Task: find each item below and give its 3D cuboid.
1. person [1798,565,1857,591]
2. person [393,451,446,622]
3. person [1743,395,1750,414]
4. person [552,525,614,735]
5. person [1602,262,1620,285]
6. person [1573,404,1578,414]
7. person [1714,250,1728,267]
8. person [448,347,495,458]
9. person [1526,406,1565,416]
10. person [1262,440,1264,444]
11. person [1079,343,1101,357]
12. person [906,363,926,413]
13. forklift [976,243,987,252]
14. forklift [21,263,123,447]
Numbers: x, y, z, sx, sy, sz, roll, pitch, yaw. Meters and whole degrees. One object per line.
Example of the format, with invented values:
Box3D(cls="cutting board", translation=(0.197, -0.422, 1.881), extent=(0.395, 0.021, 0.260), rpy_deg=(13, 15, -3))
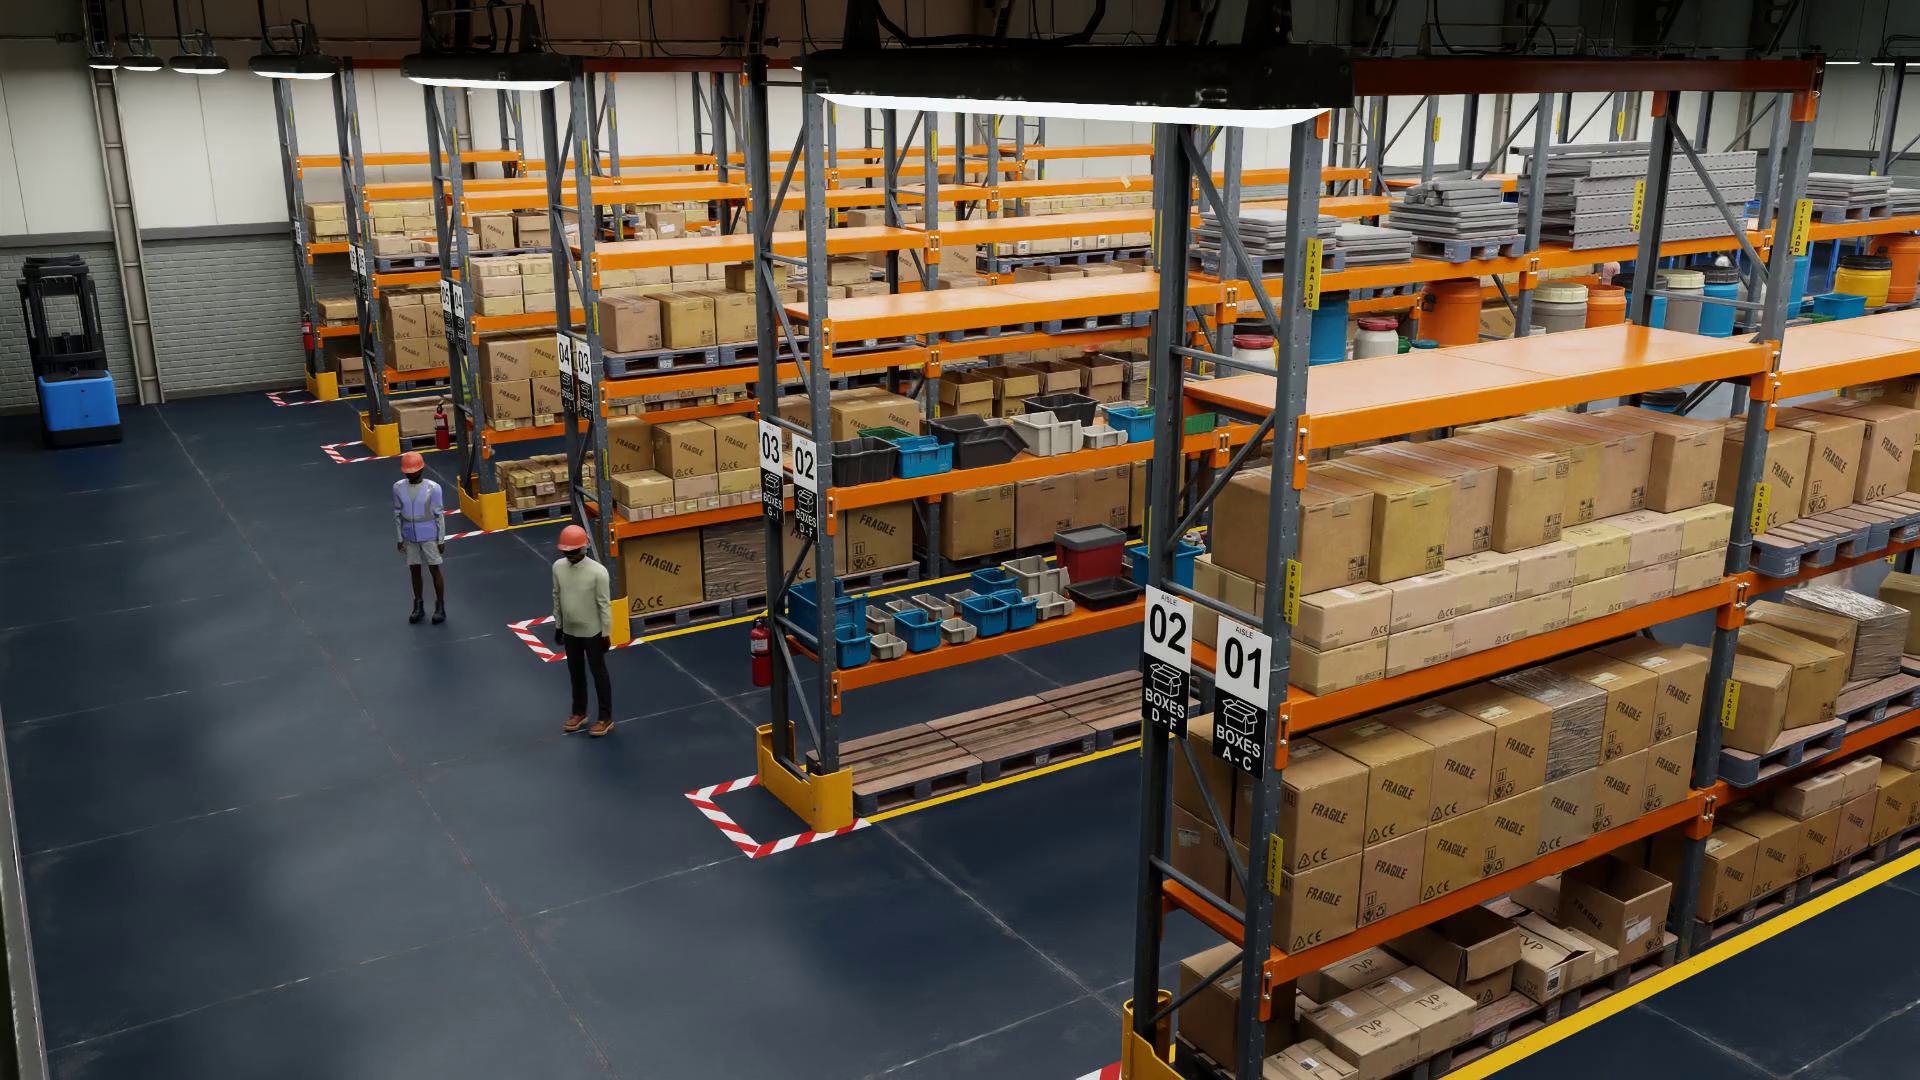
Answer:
Box3D(cls="person", translation=(8.793, 0.501, 16.033), extent=(0.393, 1.619, 0.510), rpy_deg=(-12, 21, -34))
Box3D(cls="person", translation=(-5.908, -0.038, 17.277), extent=(0.545, 1.929, 0.389), rpy_deg=(1, 17, 4))
Box3D(cls="person", translation=(13.824, -2.882, 27.105), extent=(0.545, 1.618, 0.518), rpy_deg=(-4, 17, -14))
Box3D(cls="person", translation=(-3.448, 0.811, 14.396), extent=(0.617, 1.987, 0.406), rpy_deg=(8, 19, 24))
Box3D(cls="person", translation=(14.676, -5.695, 35.858), extent=(0.402, 1.906, 0.652), rpy_deg=(-13, 22, -37))
Box3D(cls="person", translation=(10.656, -3.132, 27.474), extent=(0.633, 1.902, 0.975), rpy_deg=(1, 17, 5))
Box3D(cls="person", translation=(18.446, -6.351, 38.466), extent=(0.432, 1.623, 0.538), rpy_deg=(15, 22, 40))
Box3D(cls="person", translation=(-7.562, -2.200, 24.509), extent=(0.634, 1.839, 0.429), rpy_deg=(0, 17, 0))
Box3D(cls="person", translation=(8.619, -1.822, 23.170), extent=(0.807, 1.916, 0.643), rpy_deg=(-12, 20, -33))
Box3D(cls="person", translation=(4.469, -2.070, 24.011), extent=(0.355, 1.883, 0.573), rpy_deg=(-12, 21, -34))
Box3D(cls="person", translation=(1.877, -2.008, 23.585), extent=(0.905, 2.006, 0.631), rpy_deg=(-11, 20, -32))
Box3D(cls="person", translation=(-0.611, -1.815, 23.294), extent=(0.433, 1.814, 0.596), rpy_deg=(-10, 20, -30))
Box3D(cls="forklift", translation=(0.988, -5.474, 34.718), extent=(1.214, 2.155, 2.313), rpy_deg=(-10, 20, -31))
Box3D(cls="forklift", translation=(-14.518, -3.079, 25.708), extent=(1.129, 2.768, 1.873), rpy_deg=(-10, 20, -31))
